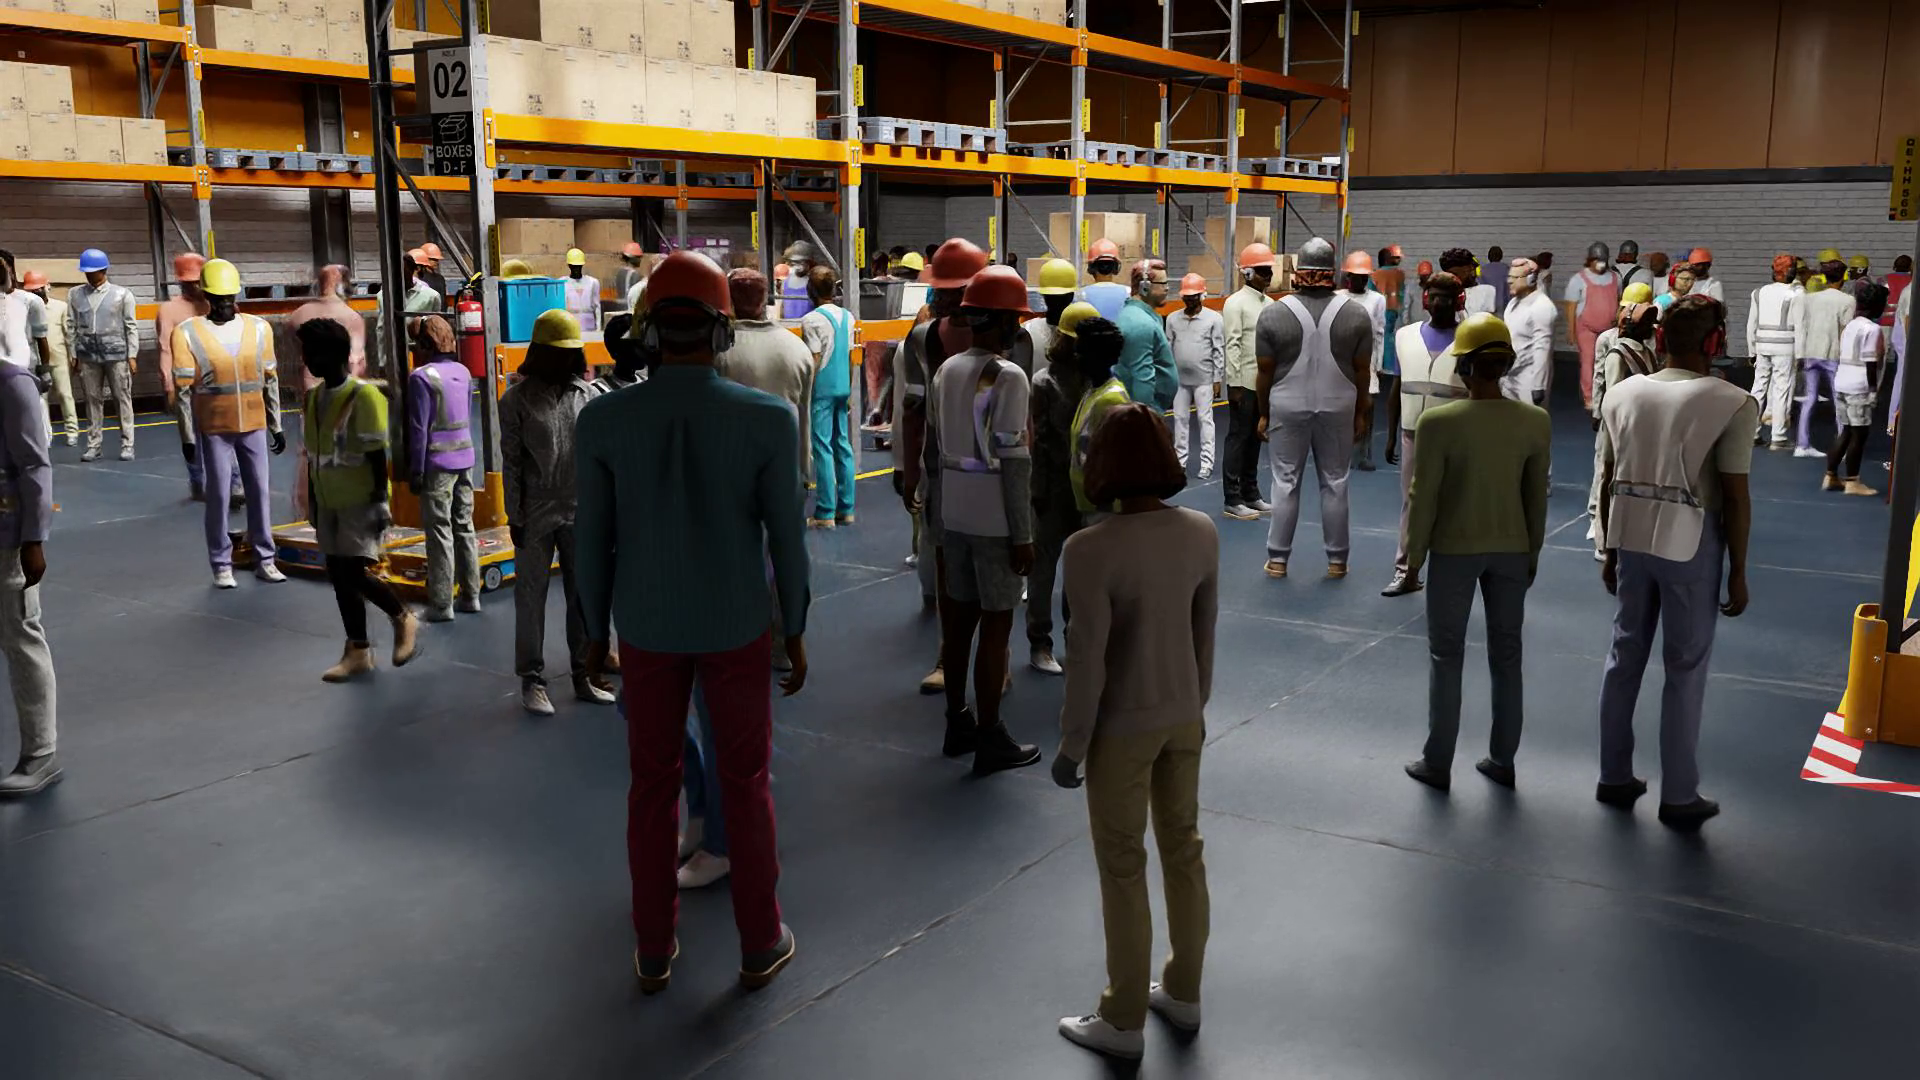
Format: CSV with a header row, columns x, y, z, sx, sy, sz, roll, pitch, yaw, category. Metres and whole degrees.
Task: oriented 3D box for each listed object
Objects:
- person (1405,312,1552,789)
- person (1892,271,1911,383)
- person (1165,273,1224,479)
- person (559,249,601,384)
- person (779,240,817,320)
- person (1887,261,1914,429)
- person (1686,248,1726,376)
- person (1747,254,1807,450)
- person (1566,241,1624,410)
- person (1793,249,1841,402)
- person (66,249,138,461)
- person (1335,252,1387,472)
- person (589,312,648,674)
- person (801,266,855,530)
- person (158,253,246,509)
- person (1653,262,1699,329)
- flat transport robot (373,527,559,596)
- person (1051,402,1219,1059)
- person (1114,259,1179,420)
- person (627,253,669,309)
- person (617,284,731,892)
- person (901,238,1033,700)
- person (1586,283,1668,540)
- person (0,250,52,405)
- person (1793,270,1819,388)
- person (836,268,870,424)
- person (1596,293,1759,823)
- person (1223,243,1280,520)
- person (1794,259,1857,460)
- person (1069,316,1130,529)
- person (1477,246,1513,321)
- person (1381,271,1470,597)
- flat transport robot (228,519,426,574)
x,y,z,sx,sy,sz,roll,pitch,yaw,category
1.899,0.047,6.150,0.525,1.761,0.340,-1,10,-6,person
13.395,-3.139,23.369,0.371,1.914,0.597,-1,10,-3,person
1.978,-1.396,14.189,0.566,1.744,0.350,7,12,32,person
-4.633,-2.570,20.219,0.582,1.919,0.386,-5,12,-27,person
-1.675,-2.233,18.005,0.745,2.000,0.535,5,11,27,person
10.094,-2.067,17.665,0.359,1.835,0.512,6,12,29,person
8.436,-2.333,18.871,0.477,1.932,0.686,-4,11,-20,person
7.906,-1.813,16.108,0.338,1.882,0.583,-6,12,-28,person
7.642,-2.605,20.062,0.694,2.000,0.722,-1,10,-8,person
10.750,-2.669,20.778,0.583,1.917,0.407,-8,13,-38,person
-7.858,-1.685,15.254,0.602,1.938,0.402,-2,10,-9,person
3.452,-1.543,14.518,0.557,1.909,0.742,1,10,5,person
-1.570,-0.223,7.839,0.320,1.694,0.533,5,11,27,person
-0.936,-0.989,11.657,0.328,1.842,0.514,7,12,34,person
-5.703,-1.188,12.546,0.624,1.916,1.092,-7,13,-36,person
6.044,-1.442,14.181,0.564,1.837,0.393,-7,13,-36,person
-2.821,0.098,9.994,0.652,0.197,1.431,5,12,28,flat transport robot
0.435,0.472,4.143,0.501,1.633,0.288,-8,13,-37,person
1.132,-0.751,10.165,0.403,1.906,0.651,0,10,0,person
-2.987,-1.914,16.658,0.662,1.887,0.434,3,11,18,person
-0.831,0.145,5.167,0.413,1.912,0.601,-10,14,-44,person
0.017,-0.302,7.352,0.611,2.030,0.410,4,11,20,person
4.500,-0.851,11.176,0.488,1.741,0.316,3,11,16,person
-7.866,-1.427,13.785,0.611,1.958,0.368,-2,10,-10,person
11.595,-2.887,22.774,0.495,1.615,0.402,10,14,43,person
-1.129,-2.181,18.099,0.598,1.907,0.409,-6,12,-28,person
2.474,0.067,5.820,0.394,1.838,0.560,-7,12,-33,person
2.130,-1.154,12.143,0.375,1.997,0.611,8,13,36,person
8.068,-1.662,15.398,0.482,1.848,0.507,-8,13,-39,person
0.650,-0.160,7.496,0.323,1.688,0.543,-1,10,-3,person
8.477,-3.699,26.436,0.627,1.933,0.367,-1,10,-5,person
2.686,-0.579,9.371,0.567,1.849,0.389,7,12,33,person
-3.830,0.044,10.292,1.431,0.197,0.652,5,12,28,flat transport robot
